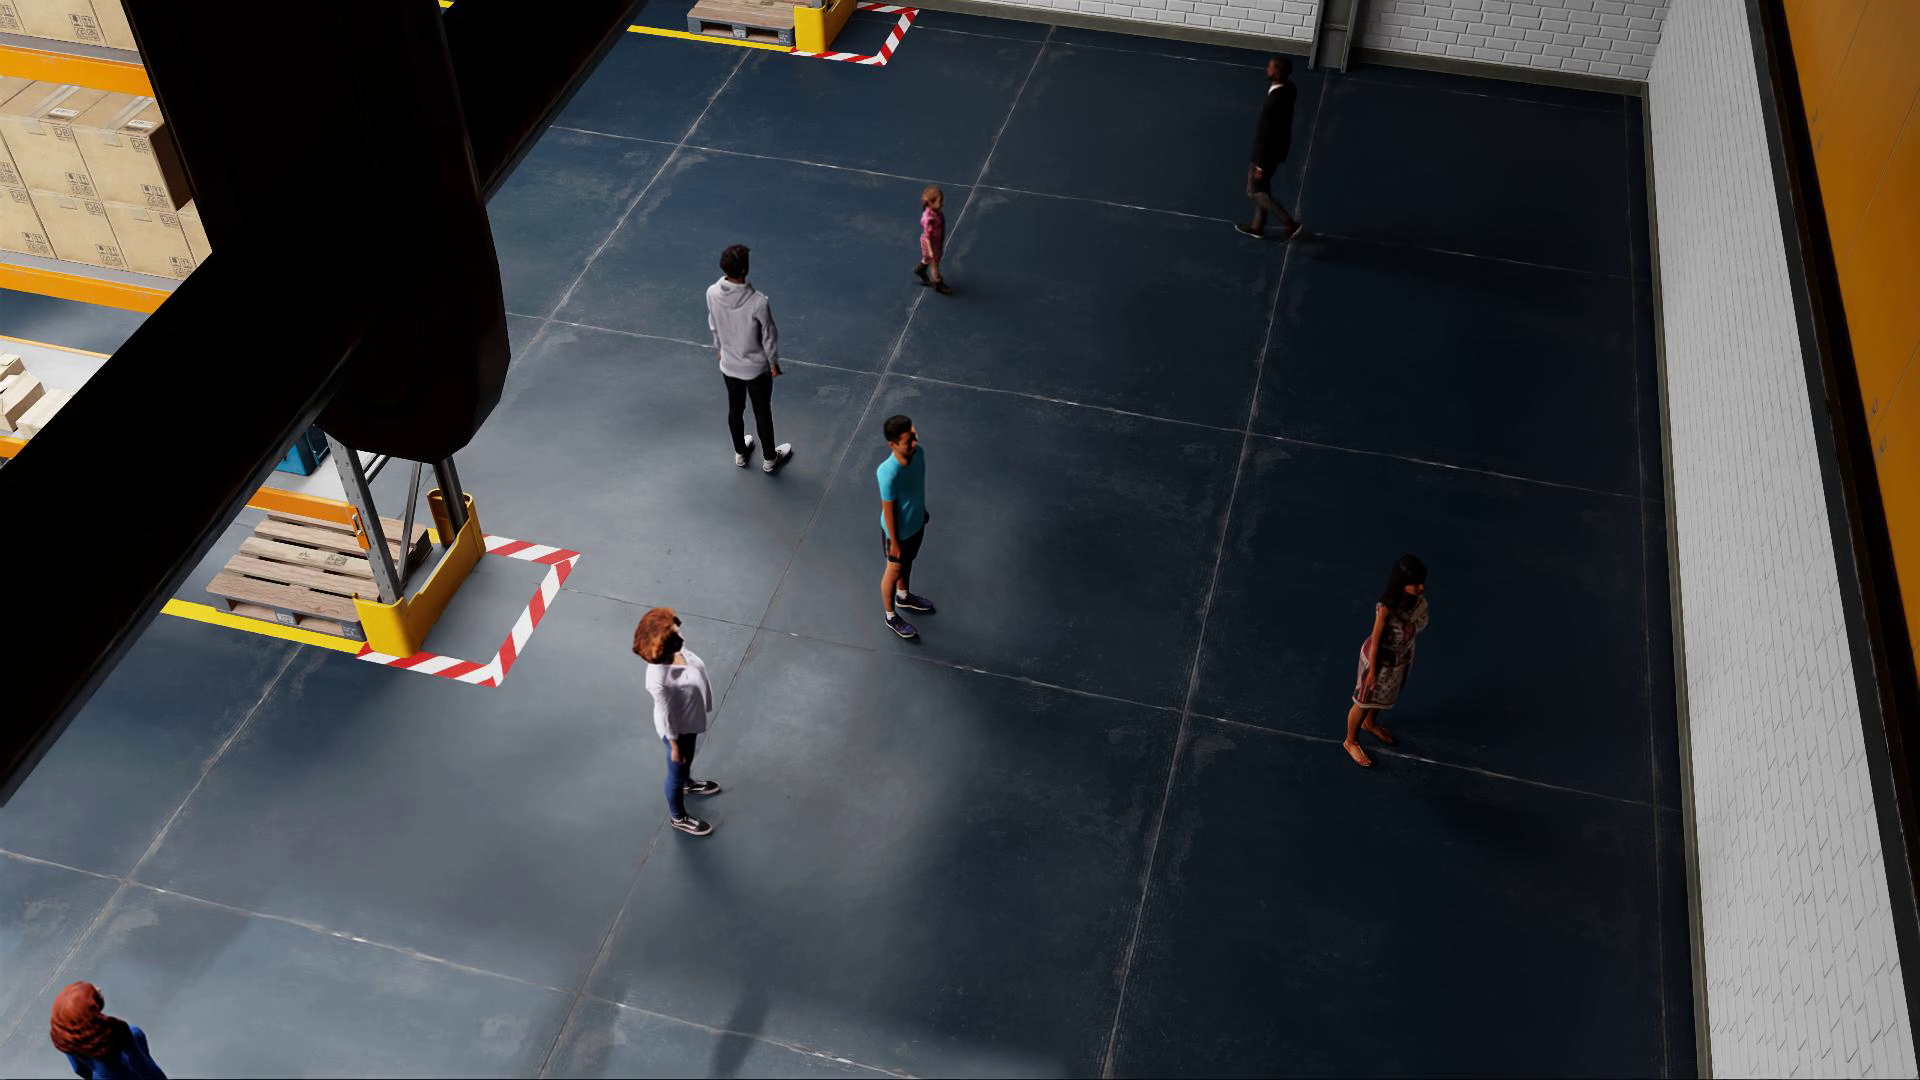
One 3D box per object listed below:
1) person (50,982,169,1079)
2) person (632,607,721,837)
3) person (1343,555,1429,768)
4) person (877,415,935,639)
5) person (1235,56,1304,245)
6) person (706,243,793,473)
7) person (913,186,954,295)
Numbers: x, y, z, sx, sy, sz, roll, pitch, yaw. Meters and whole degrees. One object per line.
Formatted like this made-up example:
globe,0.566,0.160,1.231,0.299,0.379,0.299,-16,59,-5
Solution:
person,-4.012,2.717,8.098,0.500,1.828,0.658,11,45,11
person,-1.699,1.058,9.923,0.666,1.713,0.685,3,44,3
person,2.655,0.715,10.332,0.725,1.645,0.714,-34,53,-31
person,-0.390,-0.117,11.109,0.581,1.777,0.654,18,47,18
person,2.785,-3.355,14.500,0.993,1.788,0.834,24,49,23
person,-1.586,-1.329,12.271,0.541,1.929,0.750,15,46,15
person,-0.253,-2.590,14.256,0.631,1.016,0.474,16,46,16
